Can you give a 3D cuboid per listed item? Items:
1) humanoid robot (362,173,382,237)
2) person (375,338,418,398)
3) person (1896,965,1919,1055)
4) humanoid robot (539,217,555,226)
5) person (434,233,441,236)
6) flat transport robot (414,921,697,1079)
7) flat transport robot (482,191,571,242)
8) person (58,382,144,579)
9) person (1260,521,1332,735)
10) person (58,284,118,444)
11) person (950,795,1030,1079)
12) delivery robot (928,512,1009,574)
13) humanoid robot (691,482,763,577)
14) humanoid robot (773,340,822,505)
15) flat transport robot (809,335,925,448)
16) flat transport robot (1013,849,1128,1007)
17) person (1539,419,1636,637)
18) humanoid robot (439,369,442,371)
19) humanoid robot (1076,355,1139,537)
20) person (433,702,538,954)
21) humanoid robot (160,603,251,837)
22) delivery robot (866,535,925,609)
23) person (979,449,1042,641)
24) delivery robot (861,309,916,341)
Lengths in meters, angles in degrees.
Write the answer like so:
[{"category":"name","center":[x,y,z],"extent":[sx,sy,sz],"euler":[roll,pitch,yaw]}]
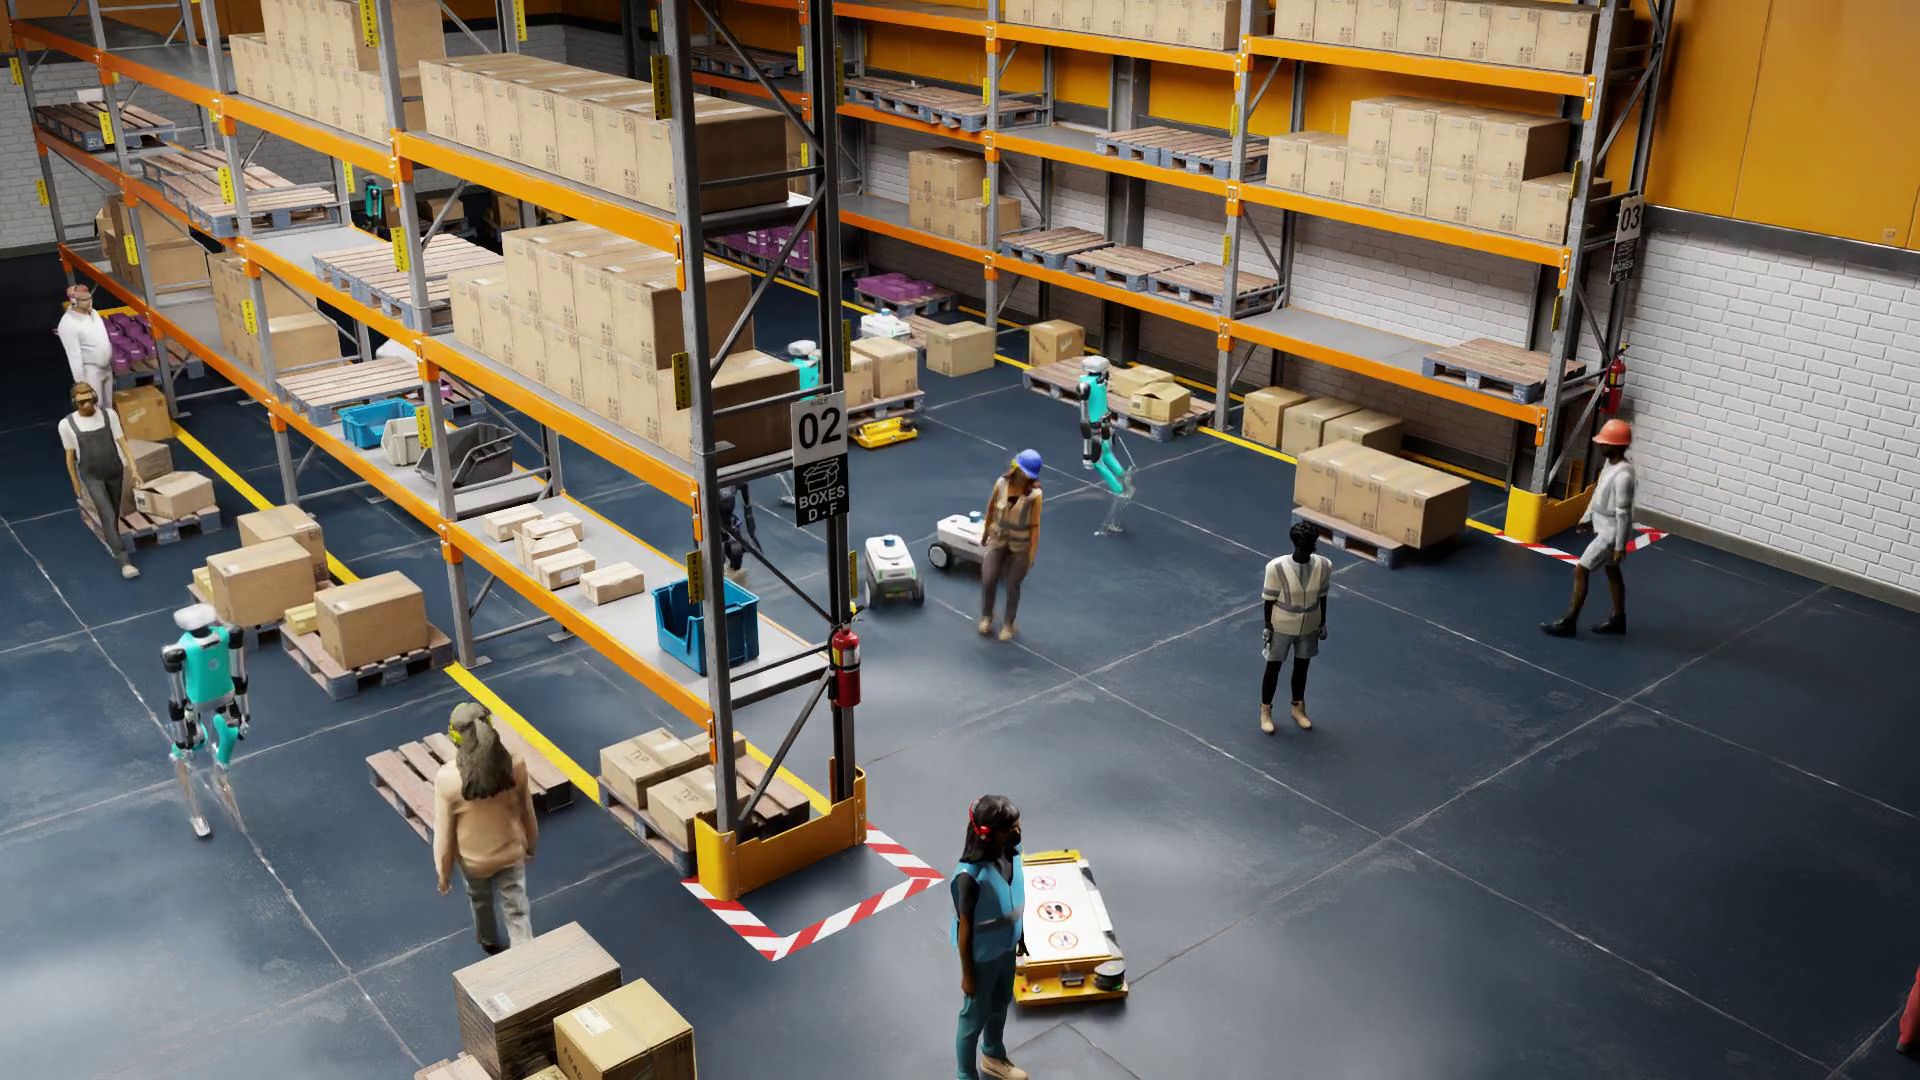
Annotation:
[{"category":"humanoid robot","center":[-8.575,-4.269,23.825],"extent":[0.767,1.895,0.566],"euler":[-11,26,-24]},{"category":"person","center":[-5.846,-1.554,17.417],"extent":[0.545,1.718,0.661],"euler":[14,27,29]},{"category":"person","center":[5.446,2.084,8.941],"extent":[0.340,1.756,0.516],"euler":[-20,31,-39]},{"category":"humanoid robot","center":[-5.259,-3.418,21.790],"extent":[0.352,1.647,0.586],"euler":[10,25,22]},{"category":"person","center":[-6.450,-3.047,20.944],"extent":[0.469,1.656,0.271],"euler":[16,28,33]},{"category":"flat transport robot","center":[-2.079,3.096,8.474],"extent":[1.431,0.231,0.659],"euler":[-18,29,-36]},{"category":"flat transport robot","center":[-7.037,-4.915,27.025],"extent":[0.659,0.231,1.431],"euler":[-12,26,-25]},{"category":"person","center":[-7.766,-0.585,15.070],"extent":[0.964,1.794,0.526],"euler":[22,31,40]},{"category":"person","center":[2.484,0.642,12.360],"extent":[0.532,1.692,0.319],"euler":[-5,24,-11]},{"category":"person","center":[-9.218,-1.793,17.735],"extent":[0.406,1.904,0.650],"euler":[0,23,0]},{"category":"person","center":[0.151,2.141,8.688],"extent":[0.389,1.860,0.505],"euler":[18,29,36]},{"category":"delivery robot","center":[0.131,0.030,15.205],"extent":[0.791,0.587,0.499],"euler":[19,30,37]},{"category":"humanoid robot","center":[-1.974,-0.007,13.943],"extent":[0.612,1.642,0.613],"euler":[-11,26,-23]},{"category":"humanoid robot","center":[-1.712,-1.111,16.413],"extent":[0.732,1.828,0.538],"euler":[14,27,28]},{"category":"flat transport robot","center":[-1.162,-1.373,18.824],"extent":[0.659,0.231,1.431],"euler":[-16,28,-33]},{"category":"flat transport robot","center":[0.555,2.332,10.244],"extent":[0.659,0.231,1.431],"euler":[-3,24,-7]},{"category":"person","center":[5.273,-0.090,13.792],"extent":[0.844,1.909,0.559],"euler":[6,24,15]},{"category":"humanoid robot","center":[-6.408,-2.828,20.403],"extent":[0.353,1.649,0.616],"euler":[12,26,26]},{"category":"humanoid robot","center":[1.449,-0.850,15.753],"extent":[0.703,1.771,0.533],"euler":[12,26,26]},{"category":"person","center":[-2.706,1.788,9.563],"extent":[0.598,1.816,1.022],"euler":[-10,25,-22]},{"category":"humanoid robot","center":[-5.059,1.211,11.046],"extent":[0.757,1.826,0.539],"euler":[17,28,33]},{"category":"delivery robot","center":[-0.612,0.266,14.691],"extent":[0.499,0.613,0.807],"euler":[-5,24,-11]},{"category":"person","center":[0.412,0.044,13.695],"extent":[0.547,1.719,0.357],"euler":[9,25,20]},{"category":"delivery robot","center":[-0.949,-2.687,21.492],"extent":[0.499,0.585,0.765],"euler":[-18,29,-36]}]
